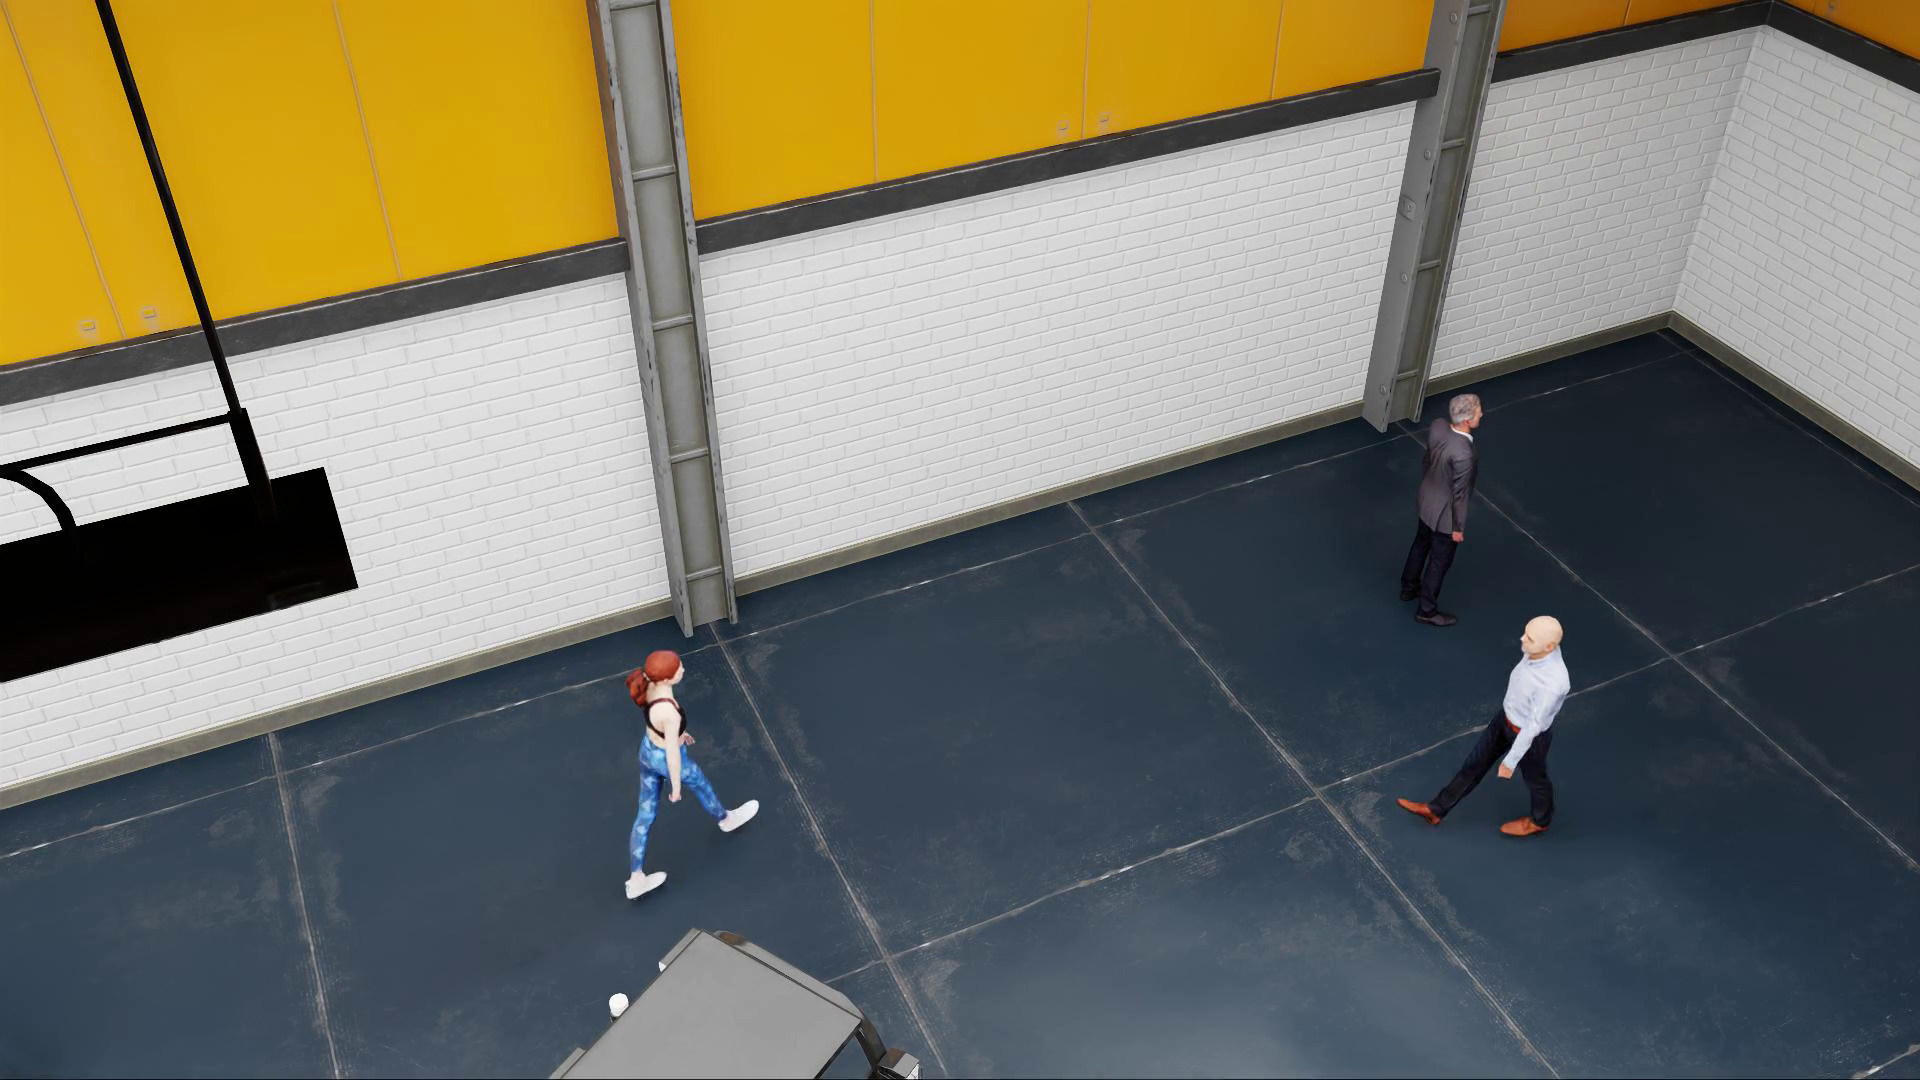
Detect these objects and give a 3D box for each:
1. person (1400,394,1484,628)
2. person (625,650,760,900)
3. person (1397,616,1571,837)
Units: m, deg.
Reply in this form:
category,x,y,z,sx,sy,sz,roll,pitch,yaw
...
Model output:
category,x,y,z,sx,sy,sz,roll,pitch,yaw
person,3.344,-0.236,11.481,0.696,1.842,0.777,-7,39,-8
person,-1.759,1.362,9.575,1.264,1.724,0.824,-30,47,-32
person,3.400,1.157,9.820,1.284,1.738,1.000,0,39,-1
